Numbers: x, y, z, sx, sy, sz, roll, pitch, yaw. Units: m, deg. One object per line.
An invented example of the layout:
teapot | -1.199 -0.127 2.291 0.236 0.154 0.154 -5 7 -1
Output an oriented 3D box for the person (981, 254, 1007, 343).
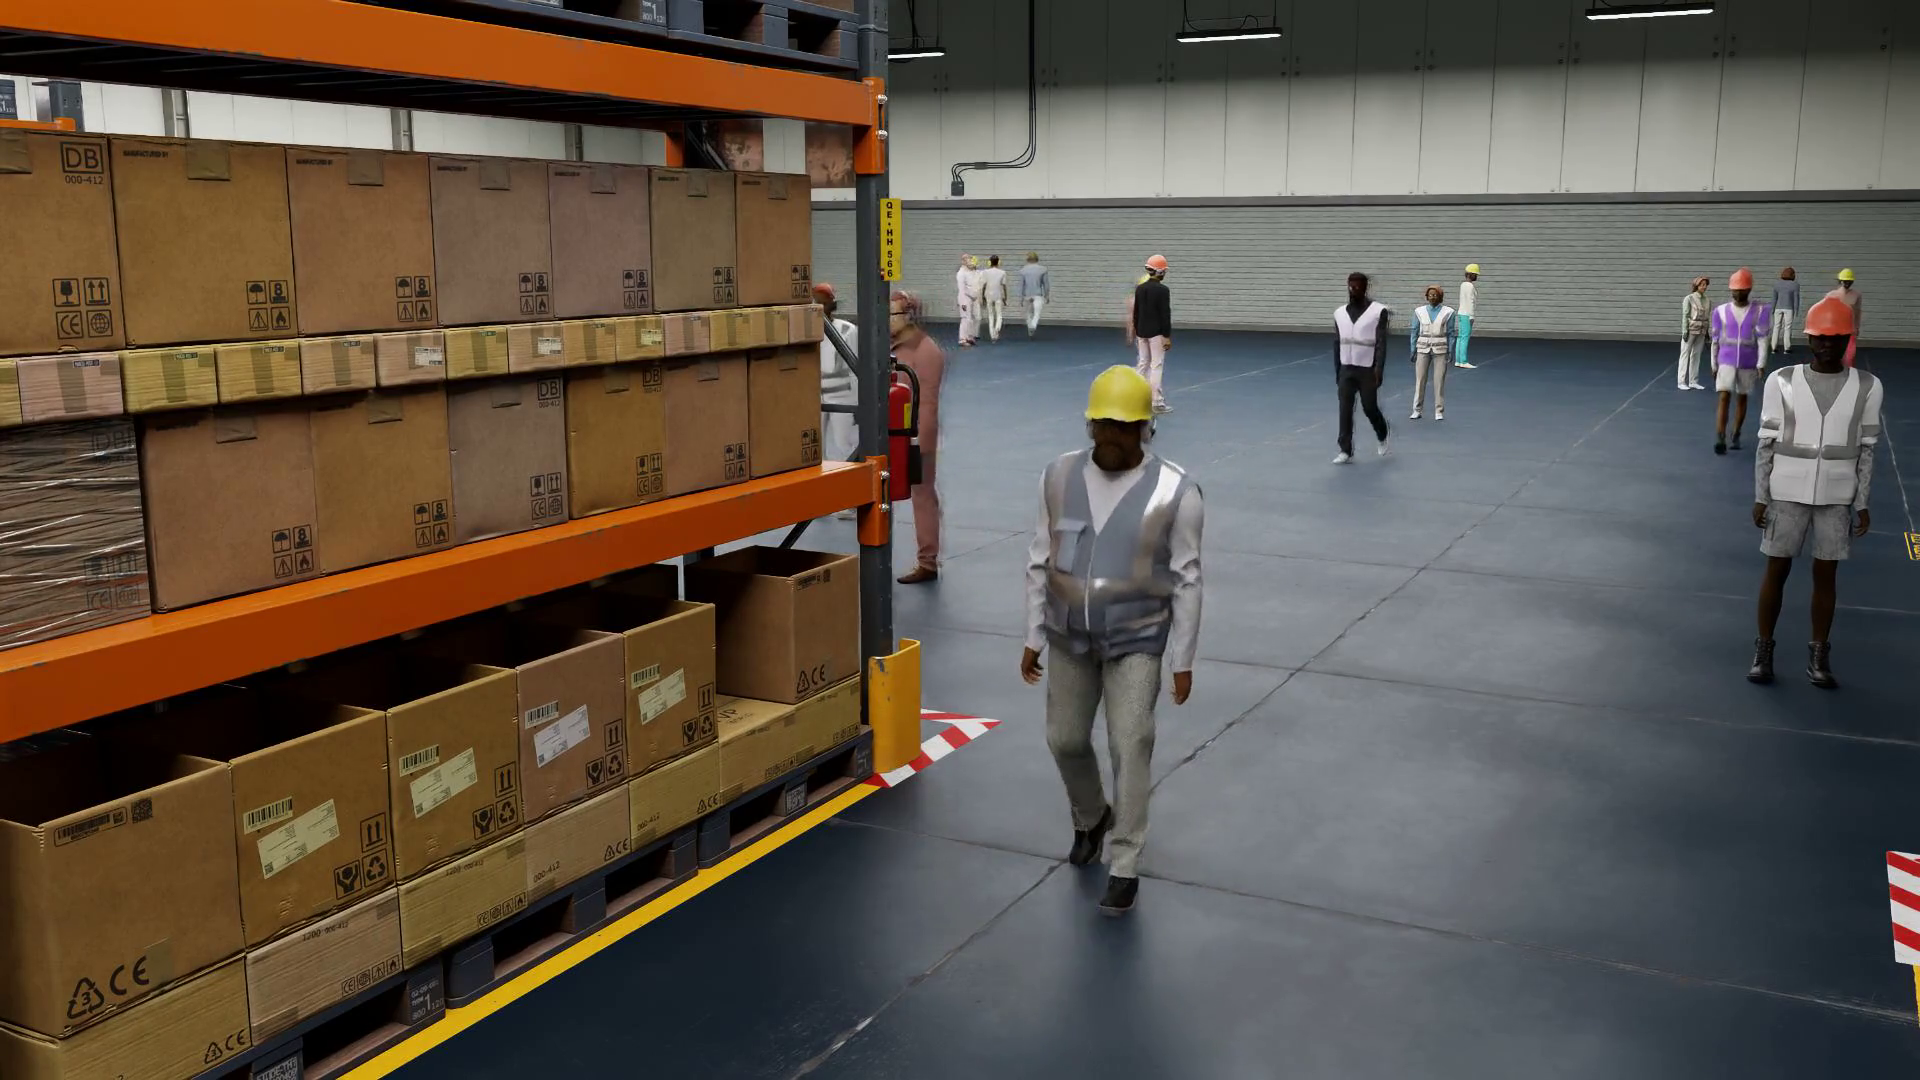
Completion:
person | 0.706 -5.023 34.661 0.548 1.846 0.550 0 10 2

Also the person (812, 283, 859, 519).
person | -1.051 -1.091 13.192 0.578 1.870 0.385 3 11 18

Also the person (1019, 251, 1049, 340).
person | 1.545 -5.174 35.308 0.638 1.914 0.768 3 11 17

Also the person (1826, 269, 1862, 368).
person | 13.030 -3.110 24.506 0.557 1.733 0.773 1 10 5

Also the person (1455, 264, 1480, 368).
person | 8.606 -3.787 28.167 0.326 1.760 0.524 0 10 0

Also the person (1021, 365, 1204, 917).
person | 0.515 0.318 5.644 0.610 1.840 0.524 5 12 26

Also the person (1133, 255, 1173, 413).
person | 2.459 -2.606 21.077 0.395 1.993 0.614 -7 12 -33

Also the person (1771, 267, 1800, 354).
person | 15.687 -4.360 31.630 0.271 1.632 0.503 -8 13 -39

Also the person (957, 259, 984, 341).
person | 0.154 -5.054 34.981 0.785 1.784 0.648 -8 13 -36

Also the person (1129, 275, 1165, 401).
person | 2.549 -2.789 22.835 0.529 1.723 0.904 -7 12 -32

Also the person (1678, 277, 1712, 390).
person | 10.708 -3.004 24.218 0.514 1.642 0.314 -4 11 -23

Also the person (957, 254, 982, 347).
person | 0.146 -4.808 33.448 0.488 1.866 0.662 7 13 34

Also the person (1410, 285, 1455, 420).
person | 5.754 -2.280 20.274 0.522 1.638 0.310 4 11 23

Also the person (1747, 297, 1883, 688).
person | 4.239 -0.227 8.261 0.542 1.939 0.362 4 11 20

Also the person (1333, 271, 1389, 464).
person | 3.983 -1.709 16.468 0.608 1.897 0.764 9 14 41

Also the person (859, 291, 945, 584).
person | -0.442 -0.630 10.594 0.751 1.881 0.681 -7 13 -34

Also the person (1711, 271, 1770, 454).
person | 8.030 -1.828 17.156 0.559 1.871 1.029 5 12 26
